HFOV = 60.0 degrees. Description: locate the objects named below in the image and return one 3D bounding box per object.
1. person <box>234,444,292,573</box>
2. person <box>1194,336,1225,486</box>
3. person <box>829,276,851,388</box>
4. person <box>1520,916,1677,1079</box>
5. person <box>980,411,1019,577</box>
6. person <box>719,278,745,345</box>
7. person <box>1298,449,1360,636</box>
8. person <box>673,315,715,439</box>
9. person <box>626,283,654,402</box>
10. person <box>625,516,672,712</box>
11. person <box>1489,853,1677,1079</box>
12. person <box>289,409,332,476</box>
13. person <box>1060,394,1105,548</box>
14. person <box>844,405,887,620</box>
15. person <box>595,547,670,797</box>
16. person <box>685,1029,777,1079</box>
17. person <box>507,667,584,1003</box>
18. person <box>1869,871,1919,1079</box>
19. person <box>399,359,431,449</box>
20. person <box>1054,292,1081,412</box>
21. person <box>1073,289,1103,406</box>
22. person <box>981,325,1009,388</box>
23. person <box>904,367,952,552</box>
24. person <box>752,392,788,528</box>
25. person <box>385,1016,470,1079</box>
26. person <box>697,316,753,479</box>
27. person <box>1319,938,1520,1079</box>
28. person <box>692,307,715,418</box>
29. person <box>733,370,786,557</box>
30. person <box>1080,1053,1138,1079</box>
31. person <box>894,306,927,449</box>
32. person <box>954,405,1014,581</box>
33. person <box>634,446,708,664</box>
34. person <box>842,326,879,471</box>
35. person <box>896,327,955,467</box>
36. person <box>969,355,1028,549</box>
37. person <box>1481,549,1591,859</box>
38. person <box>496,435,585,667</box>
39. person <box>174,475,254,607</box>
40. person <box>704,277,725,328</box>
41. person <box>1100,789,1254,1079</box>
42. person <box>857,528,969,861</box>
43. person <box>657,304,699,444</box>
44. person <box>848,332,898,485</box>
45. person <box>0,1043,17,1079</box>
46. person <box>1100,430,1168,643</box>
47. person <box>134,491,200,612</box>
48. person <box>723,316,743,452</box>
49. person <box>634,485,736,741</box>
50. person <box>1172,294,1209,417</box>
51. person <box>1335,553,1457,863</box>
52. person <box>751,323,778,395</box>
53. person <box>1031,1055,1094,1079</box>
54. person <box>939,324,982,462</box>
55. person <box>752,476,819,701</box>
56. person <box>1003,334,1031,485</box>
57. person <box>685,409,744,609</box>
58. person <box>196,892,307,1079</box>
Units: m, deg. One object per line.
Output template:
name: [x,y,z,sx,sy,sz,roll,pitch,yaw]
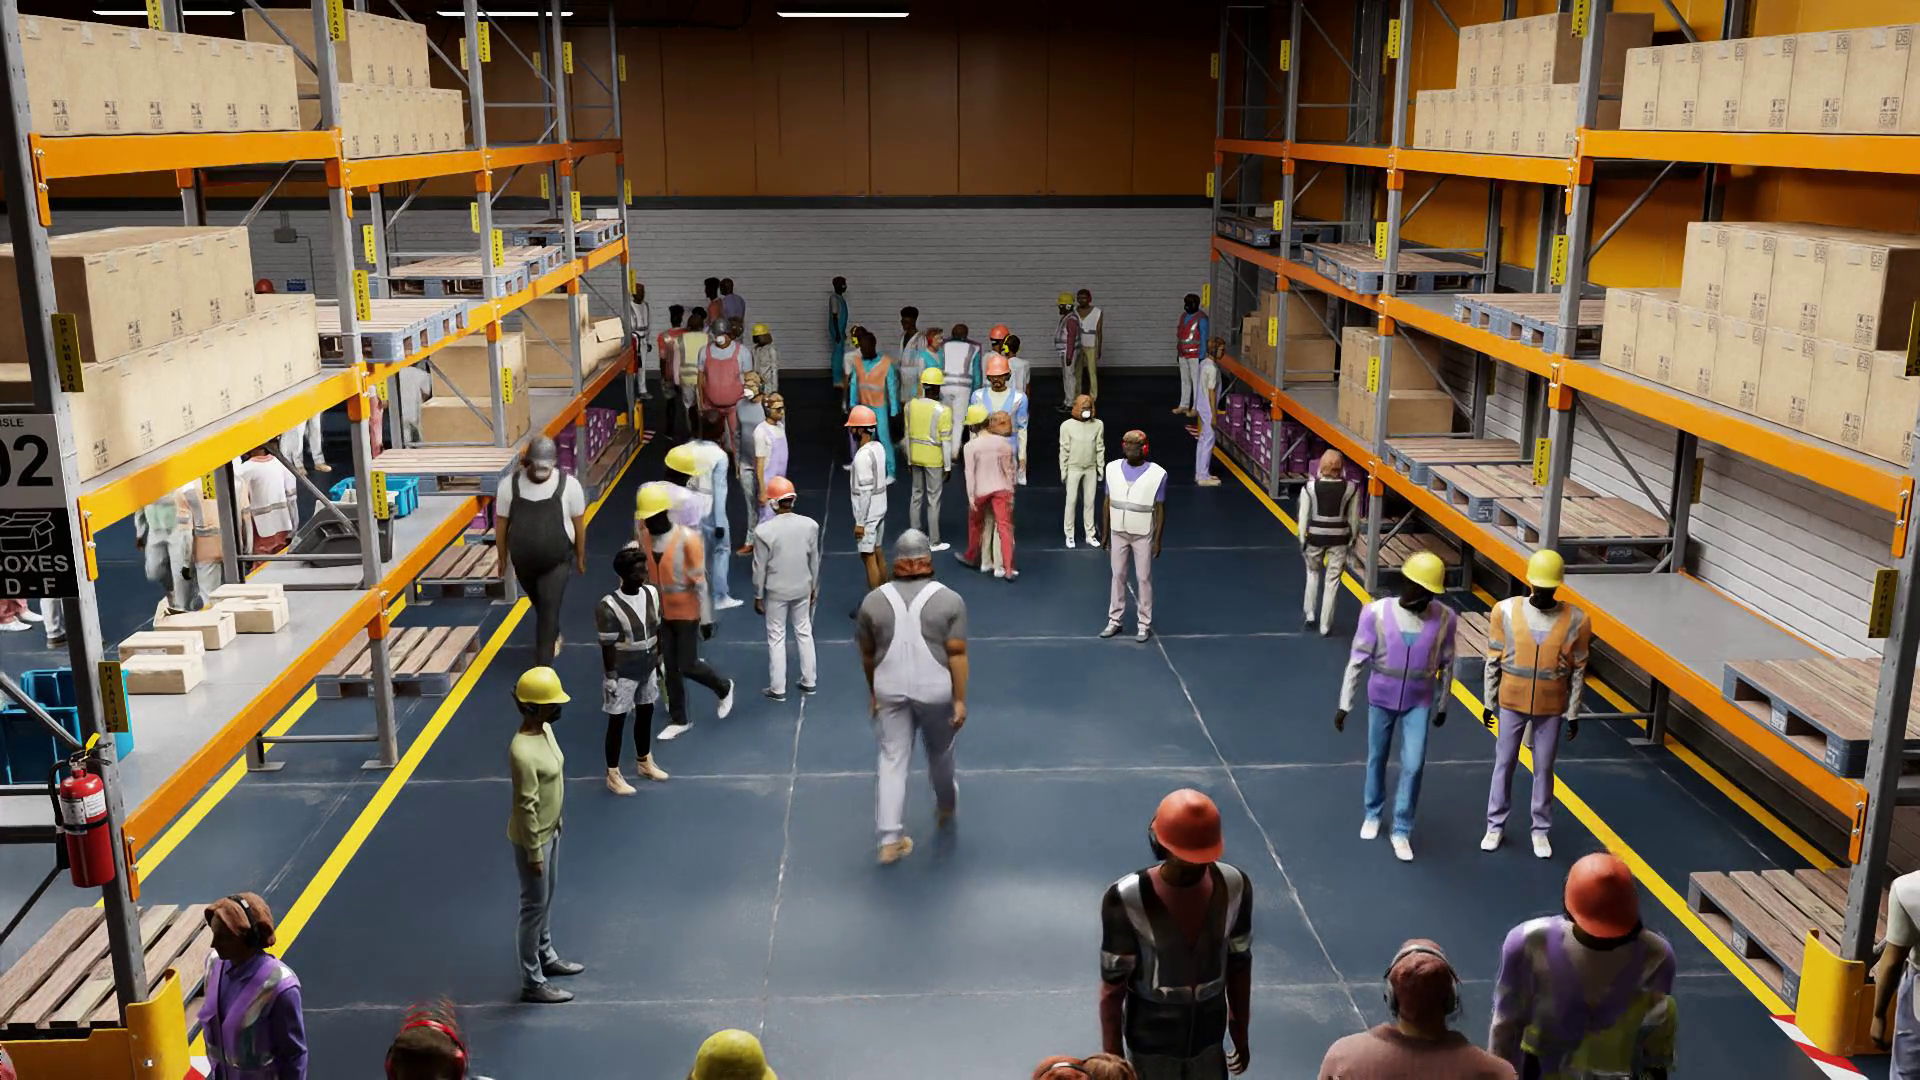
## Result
person: [-5.910,-0.051,14.197,0.412,1.907,0.594,6,16,23]
person: [3.045,-1.568,20.290,0.348,1.836,0.517,-1,14,-4]
person: [-2.002,-3.467,27.720,0.345,1.846,0.508,2,14,6]
person: [2.316,2.135,6.069,0.544,1.682,0.505,3,15,12]
person: [0.375,-0.459,16.331,0.269,1.632,0.504,-9,17,-30]
person: [-3.662,-3.218,26.577,0.374,1.933,0.625,8,17,30]
person: [3.229,-0.001,14.568,0.505,1.613,0.685,5,15,17]
person: [-3.602,-2.198,22.850,0.644,1.784,1.001,-2,14,-6]
person: [-5.096,-3.131,26.355,0.369,1.876,0.576,9,17,32]
person: [-2.326,0.555,12.401,0.633,1.610,0.321,6,15,21]
person: [2.285,1.990,6.175,0.621,1.930,1.222,1,14,4]
person: [-8.248,-1.745,20.965,0.429,1.845,0.627,11,18,37]
person: [1.276,-0.722,17.386,0.502,1.626,0.291,-5,15,-18]
person: [-0.847,-0.245,14.885,0.376,1.935,0.550,4,15,14]
person: [-2.179,0.858,11.058,0.322,1.690,0.533,10,17,35]
person: [-0.708,2.321,5.217,0.322,1.737,0.485,4,15,17]
person: [-2.113,1.487,8.449,0.340,1.761,0.527,-1,14,-2]
person: [3.946,1.906,6.652,0.562,1.836,0.396,1,14,6]
person: [-6.513,-1.435,19.799,0.535,1.830,0.963,0,14,-1]
person: [1.640,-2.871,25.424,0.403,1.824,0.593,-1,14,-4]
person: [1.945,-2.993,25.890,0.565,1.834,0.400,6,15,22]
person: [0.466,-1.698,20.616,0.386,1.929,0.543,-6,15,-21]
person: [-0.314,-0.833,17.247,0.582,1.919,0.398,10,17,34]
person: [-1.823,-0.523,16.163,0.342,1.845,0.506,5,15,19]
person: [-1.600,2.322,5.072,0.578,1.797,0.939,-1,14,-4]
person: [-2.923,-1.757,20.618,0.688,2.000,0.536,0,14,2]
person: [1.432,2.234,5.311,0.662,1.871,0.838,7,16,27]
person: [-3.842,-2.613,24.663,0.532,1.696,0.319,5,15,17]
person: [-2.050,-0.760,16.908,0.633,1.939,0.368,10,17,33]
person: [0.470,2.370,5.240,0.282,1.627,0.502,11,18,36]
person: [-0.652,-2.168,22.378,0.361,1.963,0.614,-9,17,-33]
person: [0.274,-0.477,16.246,0.611,1.707,0.904,-7,16,-26]
person: [-2.349,0.183,13.323,0.638,1.883,0.440,5,15,20]
person: [-1.213,-1.786,21.110,0.627,1.854,0.355,-7,16,-25]
person: [-0.458,-1.855,21.462,0.768,1.814,0.583,5,15,18]
person: [0.396,-0.910,17.287,0.612,2.043,0.374,2,14,6]
person: [3.472,0.984,10.085,0.587,1.926,0.366,5,15,18]
person: [-3.382,0.058,13.490,0.690,2.000,1.014,0,14,1]
person: [-6.059,0.098,13.557,0.365,1.928,0.594,13,19,42]
person: [-3.868,-3.187,26.381,0.362,1.964,0.610,1,14,2]
person: [0.831,1.890,6.328,0.611,2.032,0.411,-4,15,-15]
person: [-0.276,0.881,10.262,0.719,2.000,1.059,3,15,10]
person: [-3.846,-2.287,22.947,0.606,1.923,0.952,-6,16,-24]
person: [-1.075,-1.597,20.339,0.619,1.889,0.581,8,17,30]
person: [-3.376,2.209,5.762,0.564,1.688,0.320,11,18,37]
person: [1.490,-0.047,14.294,0.567,1.845,0.389,7,16,24]
person: [-6.803,-0.098,14.361,0.615,1.904,0.609,1,14,6]
person: [-3.086,-2.089,22.337,0.366,1.838,0.581,-3,15,-13]
person: [-2.021,0.505,12.045,0.644,1.888,0.669,10,17,34]
person: [3.470,-2.786,25.052,0.429,1.842,0.636,-8,16,-29]
person: [2.631,0.998,10.090,0.696,1.887,0.764,3,15,12]
person: [-2.647,-2.058,22.417,0.492,1.733,0.326,12,18,39]
person: [0.291,2.360,4.785,0.574,1.880,0.358,1,14,4]
person: [-0.059,-1.940,21.869,0.677,1.787,0.957,3,15,13]
person: [-1.358,0.368,12.866,0.573,1.742,0.356,-10,17,-34]
person: [0.630,-1.574,20.262,0.509,1.863,0.326,-9,17,-31]
person: [-2.340,-0.234,14.965,0.791,1.888,0.595,-14,20,-43]
person: [-2.653,2.093,6.301,0.511,1.641,0.307,8,16,28]
